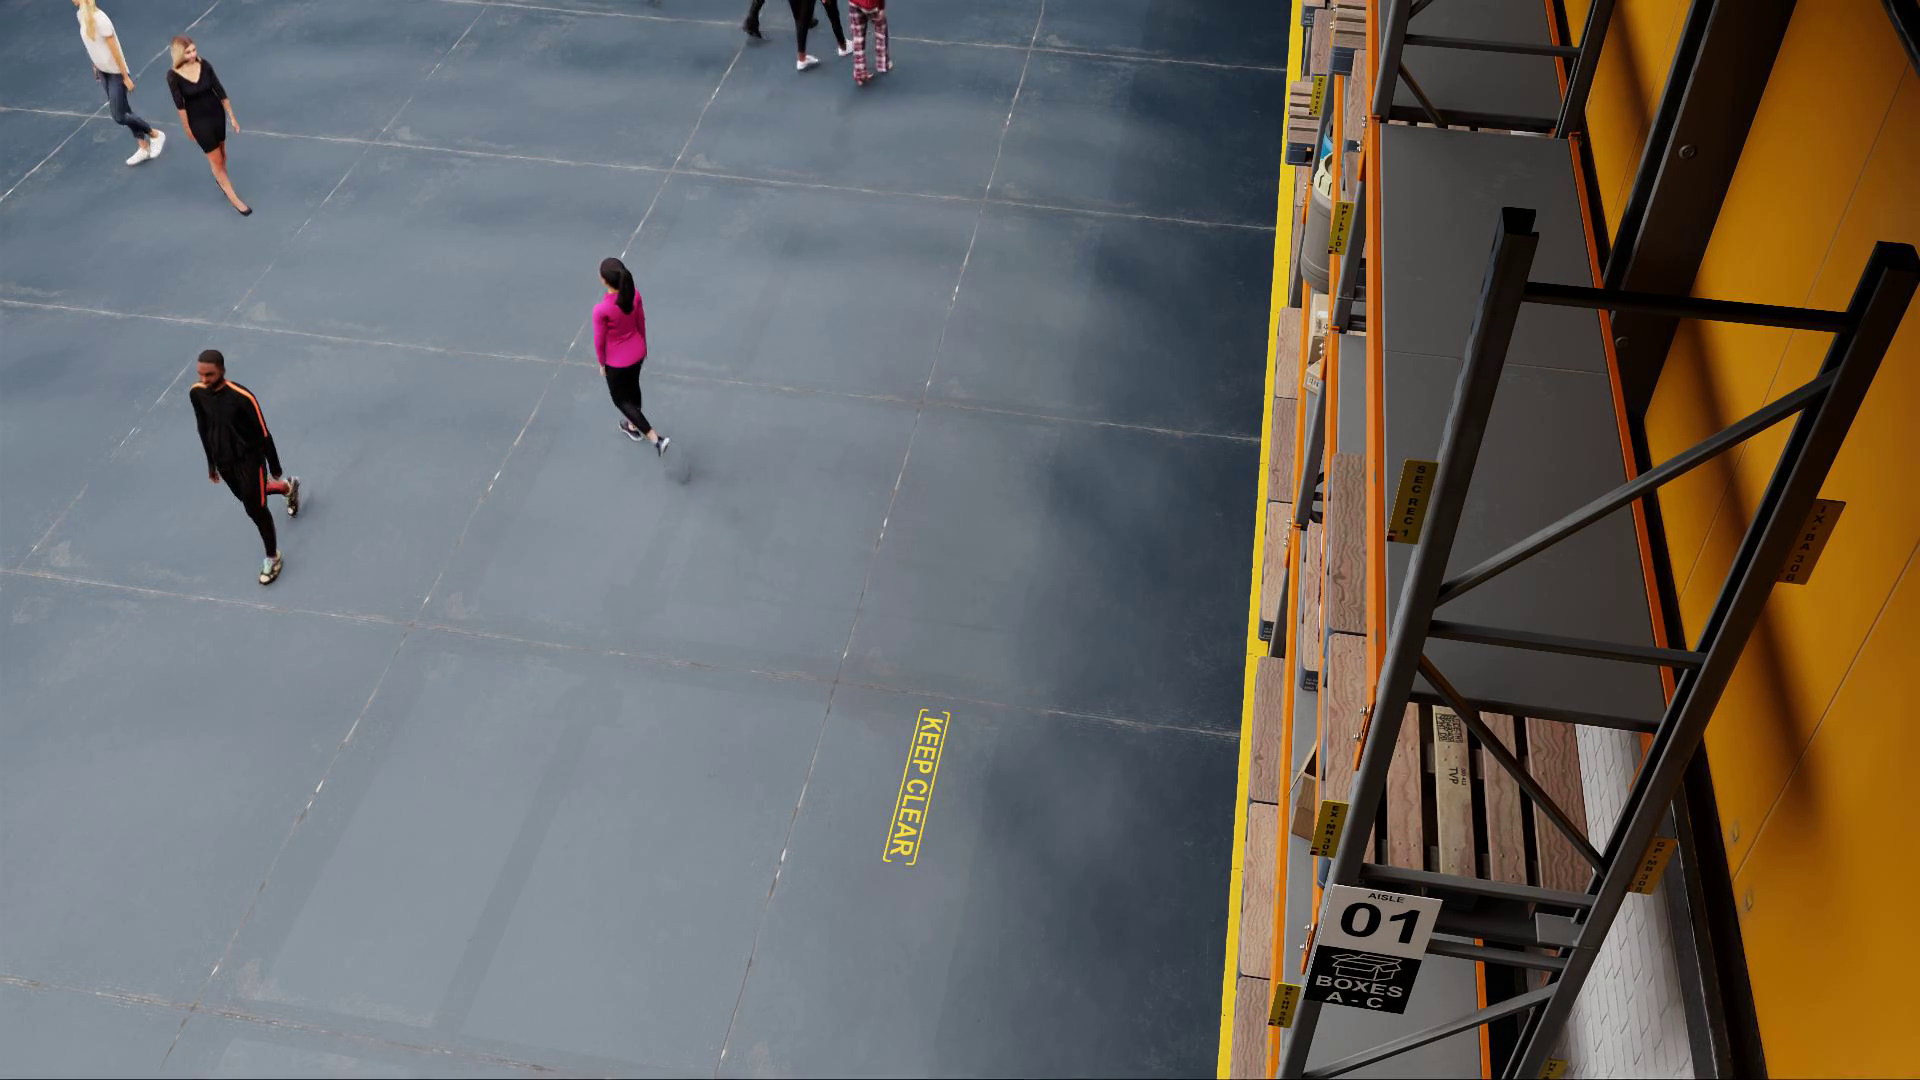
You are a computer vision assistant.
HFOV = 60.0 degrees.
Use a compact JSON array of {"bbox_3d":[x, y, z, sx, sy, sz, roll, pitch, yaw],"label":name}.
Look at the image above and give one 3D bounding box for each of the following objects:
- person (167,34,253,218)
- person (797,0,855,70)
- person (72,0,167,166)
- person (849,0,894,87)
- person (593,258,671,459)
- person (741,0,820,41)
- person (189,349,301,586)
[{"bbox_3d":[-6.729,-3.742,14.801,0.927,1.644,0.986,32,52,29],"label":"person"},{"bbox_3d":[-1.501,-5.531,16.634,1.000,1.707,1.117,34,53,30],"label":"person"},{"bbox_3d":[-7.694,-4.311,15.285,0.765,1.800,0.811,31,52,28],"label":"person"},{"bbox_3d":[-0.969,-5.282,16.385,0.726,1.690,0.838,17,46,17],"label":"person"},{"bbox_3d":[-2.410,-1.300,12.220,0.965,1.680,0.994,34,53,30],"label":"person"},{"bbox_3d":[-1.935,-5.974,17.063,1.176,1.756,1.082,-29,51,-27],"label":"person"},{"bbox_3d":[-4.883,-0.604,11.406,0.656,1.783,1.090,9,44,9],"label":"person"}]
